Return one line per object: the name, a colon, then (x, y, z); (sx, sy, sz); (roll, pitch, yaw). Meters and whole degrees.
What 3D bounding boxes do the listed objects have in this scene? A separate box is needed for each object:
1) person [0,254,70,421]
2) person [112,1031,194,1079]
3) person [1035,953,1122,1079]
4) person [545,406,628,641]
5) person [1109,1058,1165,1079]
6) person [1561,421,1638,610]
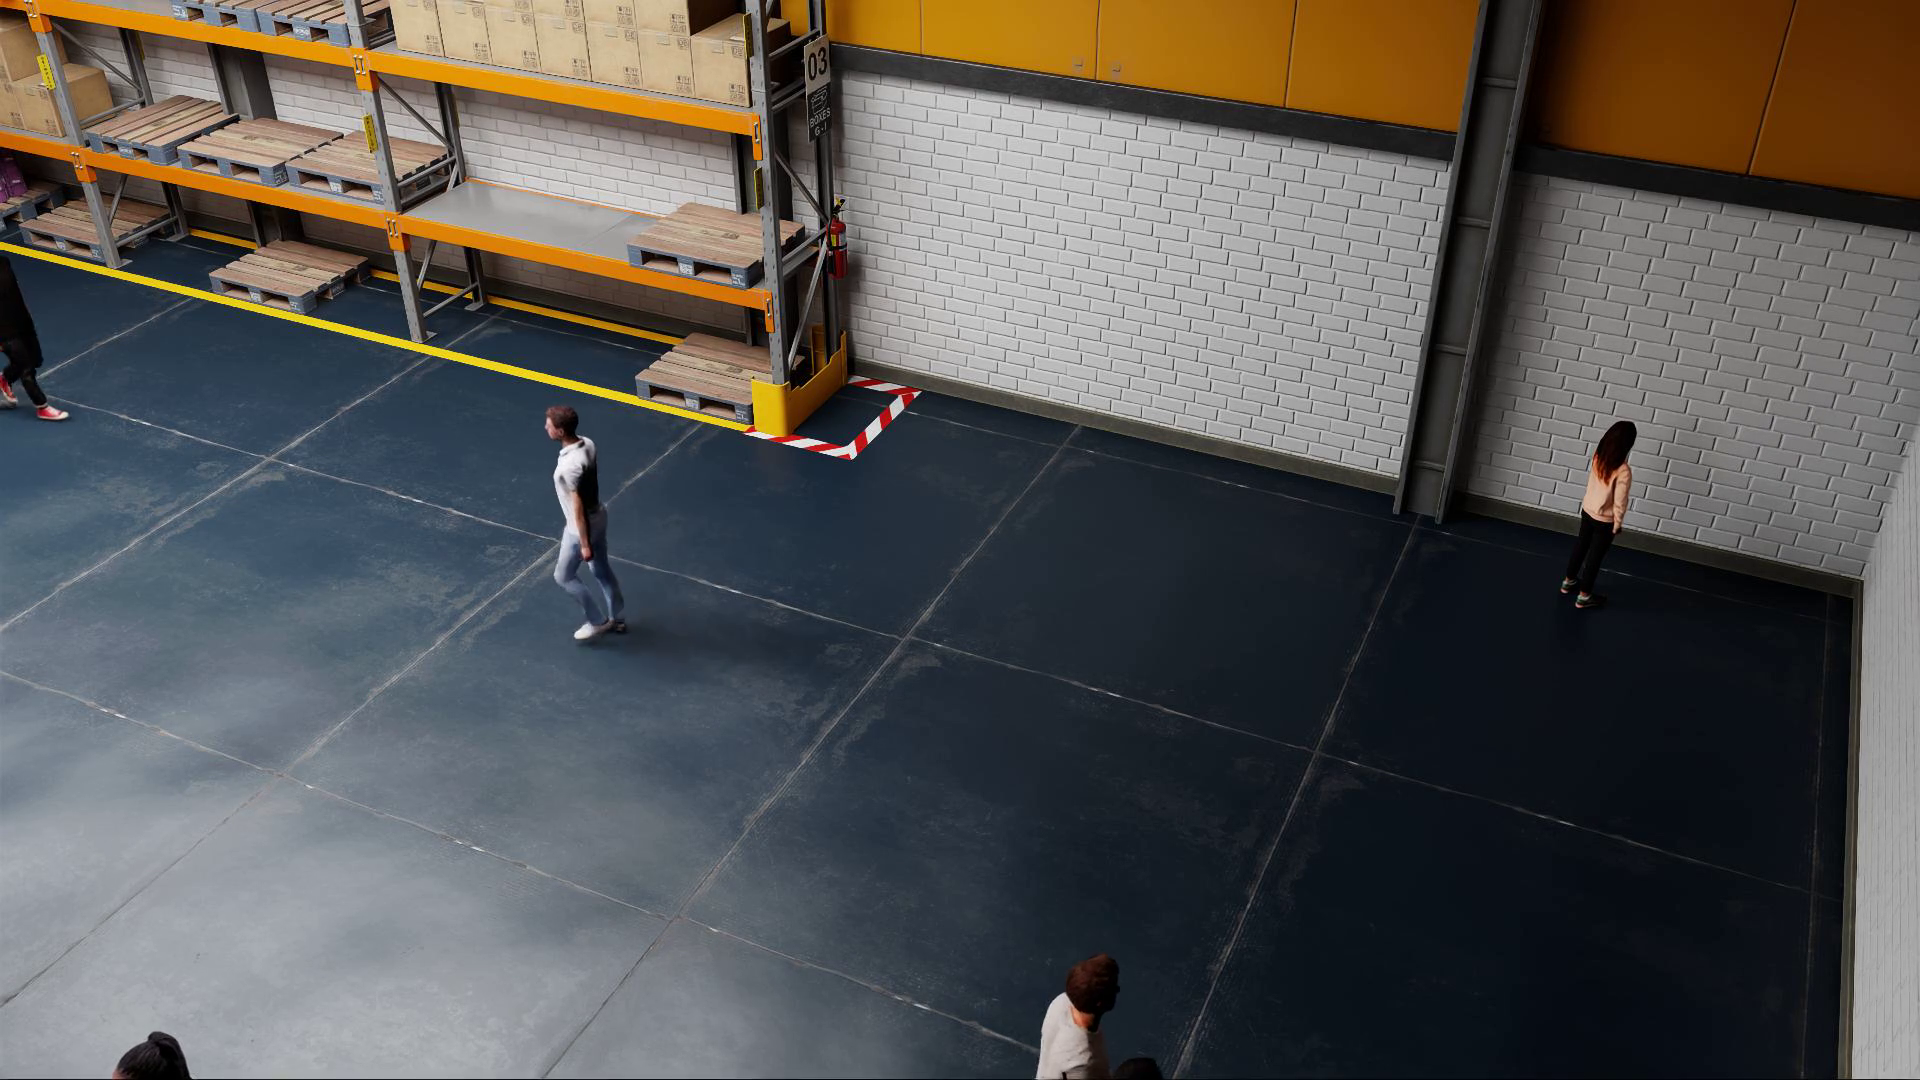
person: (-8.161, -1.826, 14.178); (1.016, 1.742, 0.761); (7, 34, 10)
person: (-3.331, 2.798, 7.232); (0.500, 1.729, 0.662); (17, 37, 24)
person: (0.406, 2.600, 7.395); (0.926, 1.880, 0.865); (-5, 34, -7)
person: (-2.488, -0.091, 11.483); (0.792, 1.836, 0.797); (1, 34, 1)
person: (0.654, 2.859, 7.230); (0.805, 1.630, 0.725); (-19, 38, -26)
person: (4.610, -0.198, 11.964); (0.676, 1.481, 0.630); (-9, 35, -13)
